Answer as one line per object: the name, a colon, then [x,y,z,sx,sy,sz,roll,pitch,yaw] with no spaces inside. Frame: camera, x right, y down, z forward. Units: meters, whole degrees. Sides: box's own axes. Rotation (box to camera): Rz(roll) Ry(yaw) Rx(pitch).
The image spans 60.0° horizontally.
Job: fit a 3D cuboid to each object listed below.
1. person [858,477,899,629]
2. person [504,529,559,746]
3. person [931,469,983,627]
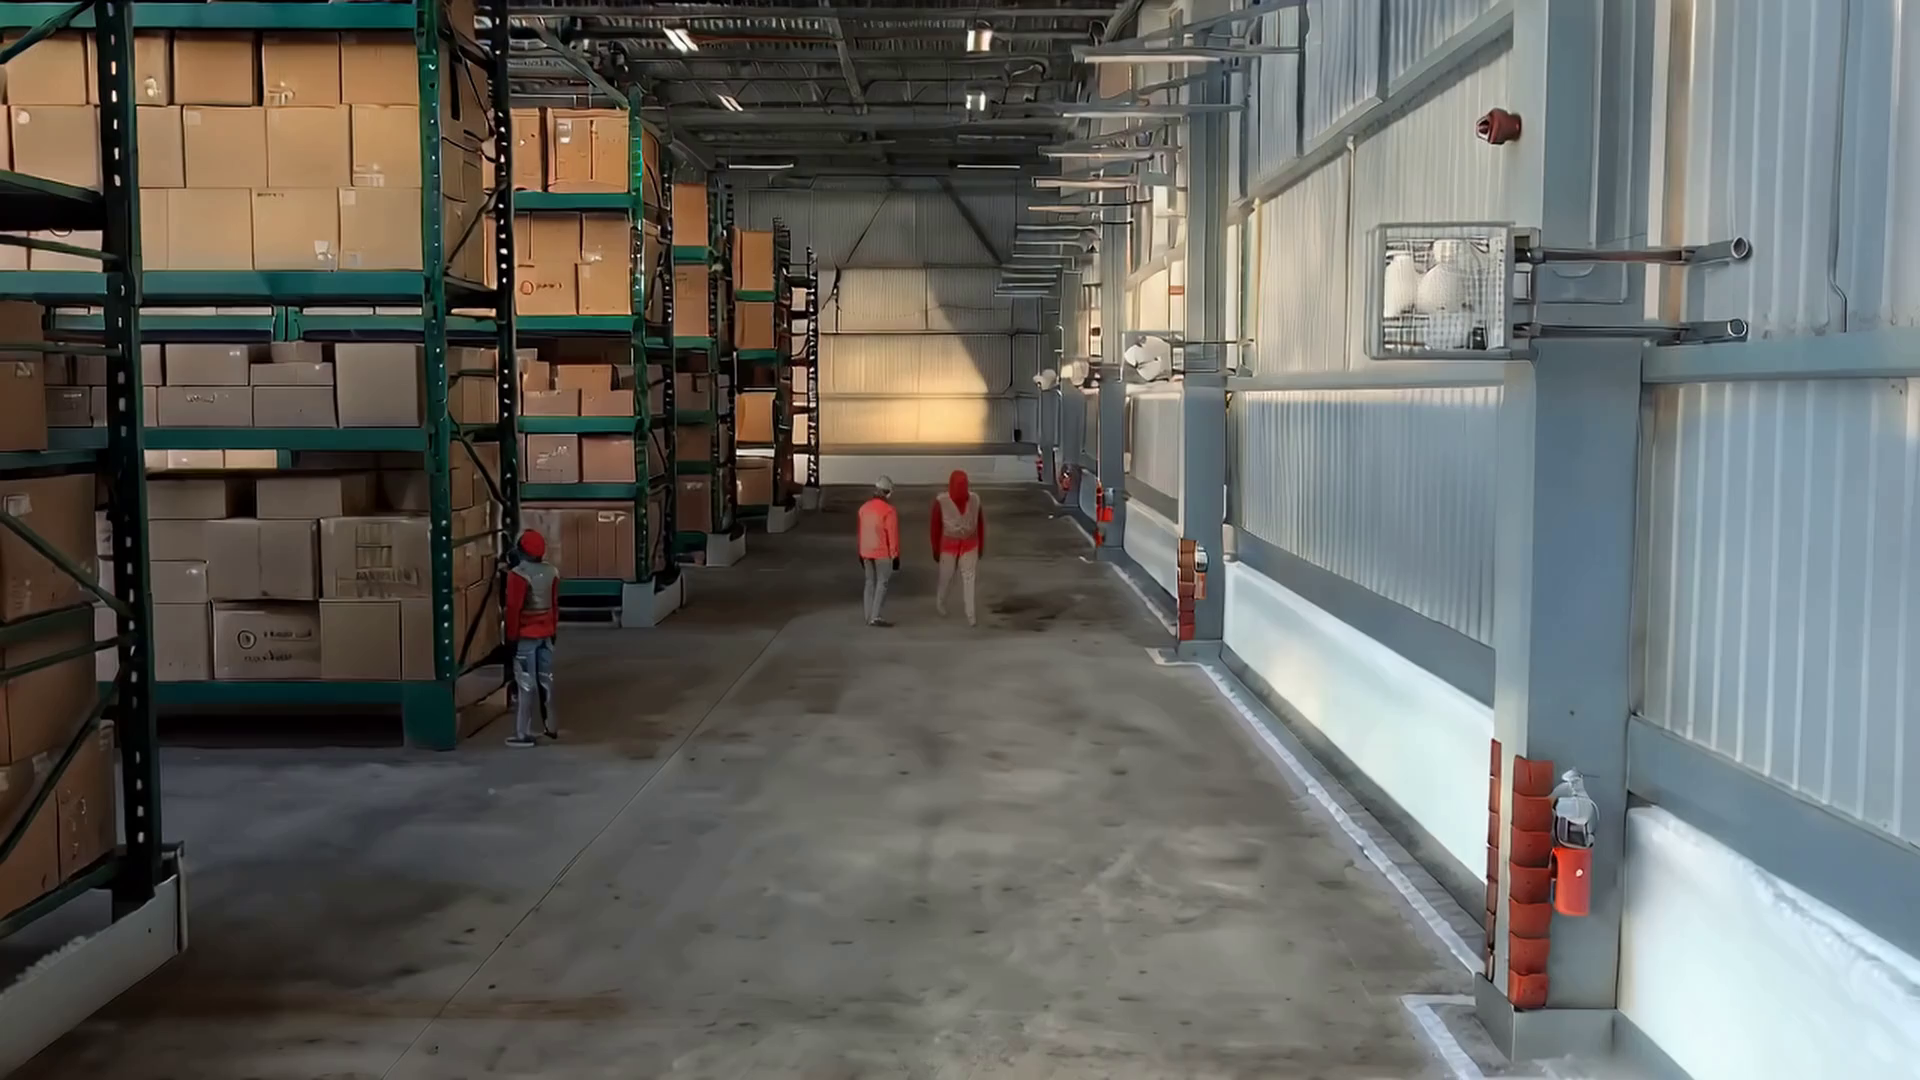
person: [-0.905,0.147,18.887,0.584,1.725,0.406,5,7,44]
person: [-3.224,0.733,12.568,0.319,1.631,0.523,3,6,29]
person: [-0.043,0.072,19.306,0.624,1.810,0.903,-1,5,-15]
